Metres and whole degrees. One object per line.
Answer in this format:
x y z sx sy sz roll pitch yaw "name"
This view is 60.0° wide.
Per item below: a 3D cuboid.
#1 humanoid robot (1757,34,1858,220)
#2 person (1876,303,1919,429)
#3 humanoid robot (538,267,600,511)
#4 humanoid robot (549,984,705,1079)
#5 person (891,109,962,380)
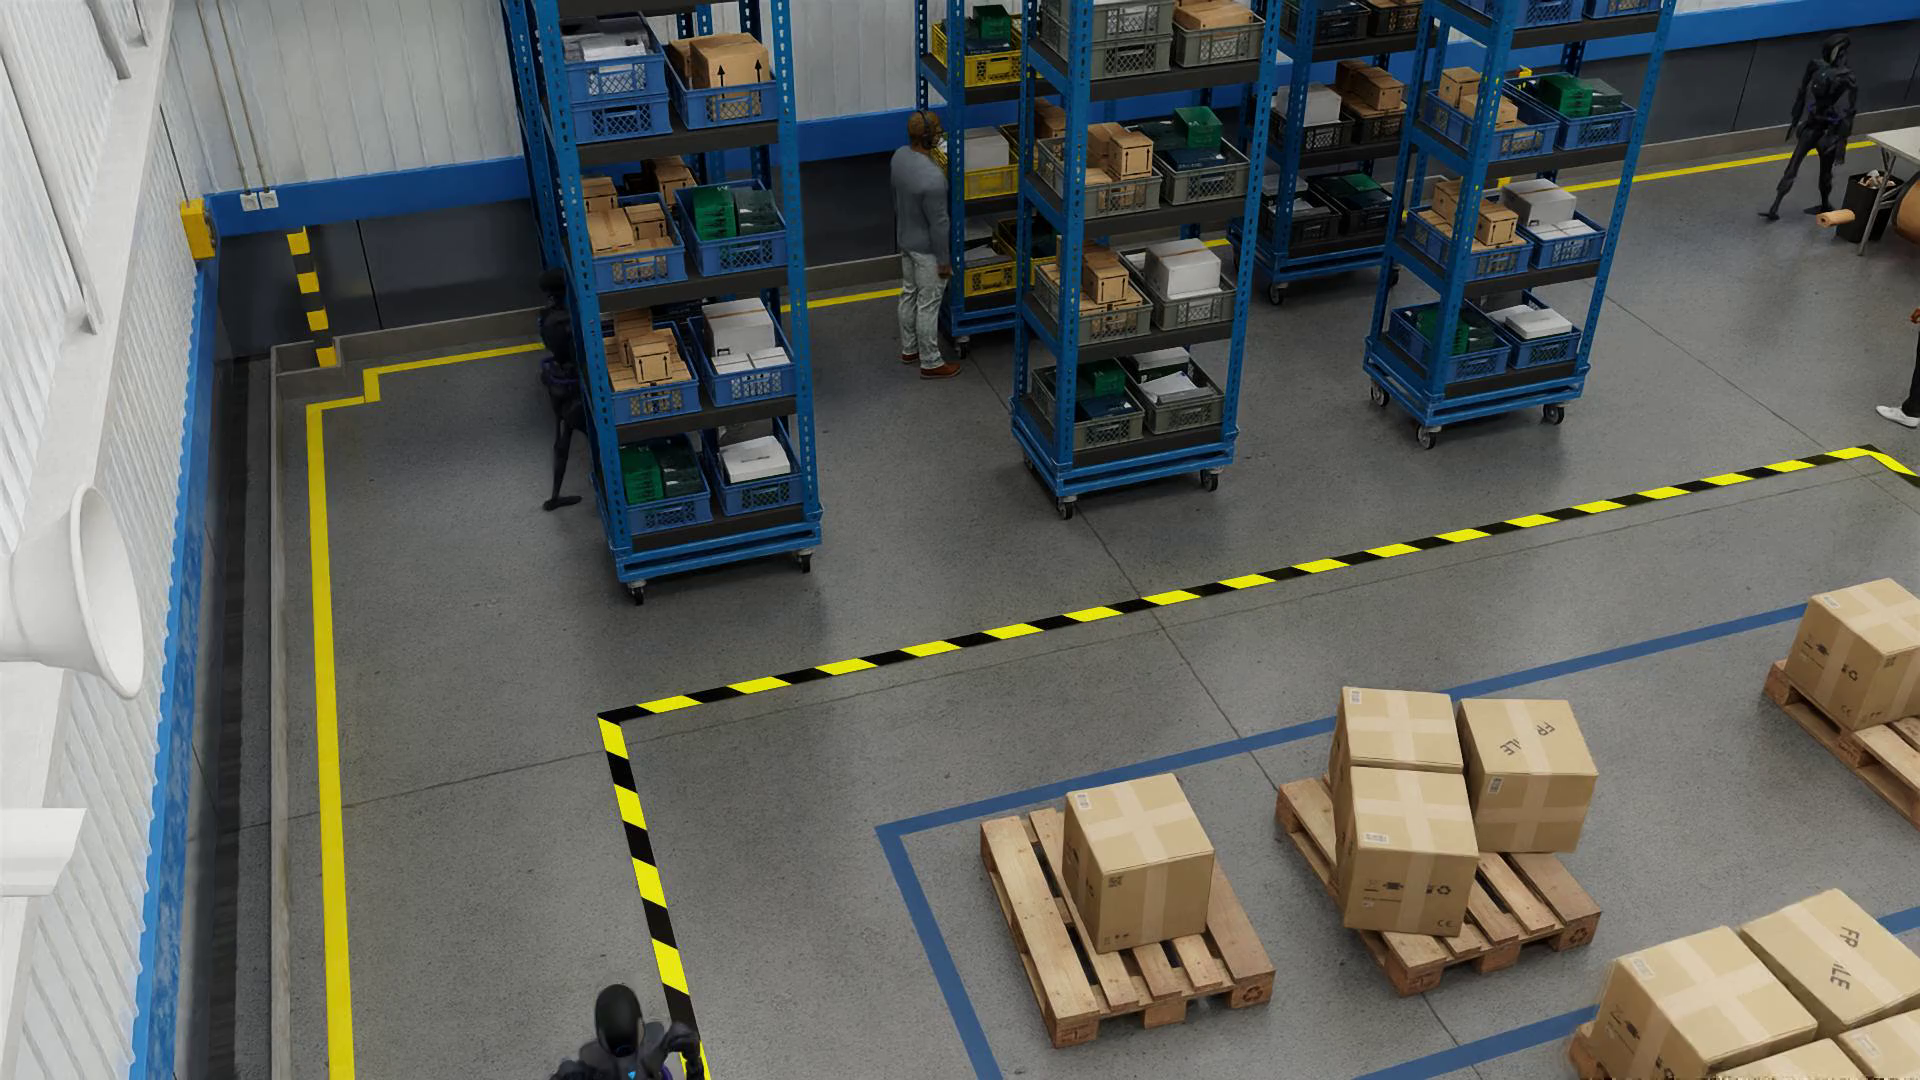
7.097 -3.386 13.690 0.794 1.606 0.613 -14 38 -19 "humanoid robot"
6.539 -1.611 10.967 0.596 1.849 0.388 -13 37 -18 "person"
-2.325 -0.942 10.184 0.676 1.640 0.600 -18 39 -24 "humanoid robot"
-1.131 2.124 5.847 0.609 1.632 0.710 -16 38 -21 "humanoid robot"
-0.243 -2.034 11.492 0.373 1.939 0.629 -18 39 -24 "person"
